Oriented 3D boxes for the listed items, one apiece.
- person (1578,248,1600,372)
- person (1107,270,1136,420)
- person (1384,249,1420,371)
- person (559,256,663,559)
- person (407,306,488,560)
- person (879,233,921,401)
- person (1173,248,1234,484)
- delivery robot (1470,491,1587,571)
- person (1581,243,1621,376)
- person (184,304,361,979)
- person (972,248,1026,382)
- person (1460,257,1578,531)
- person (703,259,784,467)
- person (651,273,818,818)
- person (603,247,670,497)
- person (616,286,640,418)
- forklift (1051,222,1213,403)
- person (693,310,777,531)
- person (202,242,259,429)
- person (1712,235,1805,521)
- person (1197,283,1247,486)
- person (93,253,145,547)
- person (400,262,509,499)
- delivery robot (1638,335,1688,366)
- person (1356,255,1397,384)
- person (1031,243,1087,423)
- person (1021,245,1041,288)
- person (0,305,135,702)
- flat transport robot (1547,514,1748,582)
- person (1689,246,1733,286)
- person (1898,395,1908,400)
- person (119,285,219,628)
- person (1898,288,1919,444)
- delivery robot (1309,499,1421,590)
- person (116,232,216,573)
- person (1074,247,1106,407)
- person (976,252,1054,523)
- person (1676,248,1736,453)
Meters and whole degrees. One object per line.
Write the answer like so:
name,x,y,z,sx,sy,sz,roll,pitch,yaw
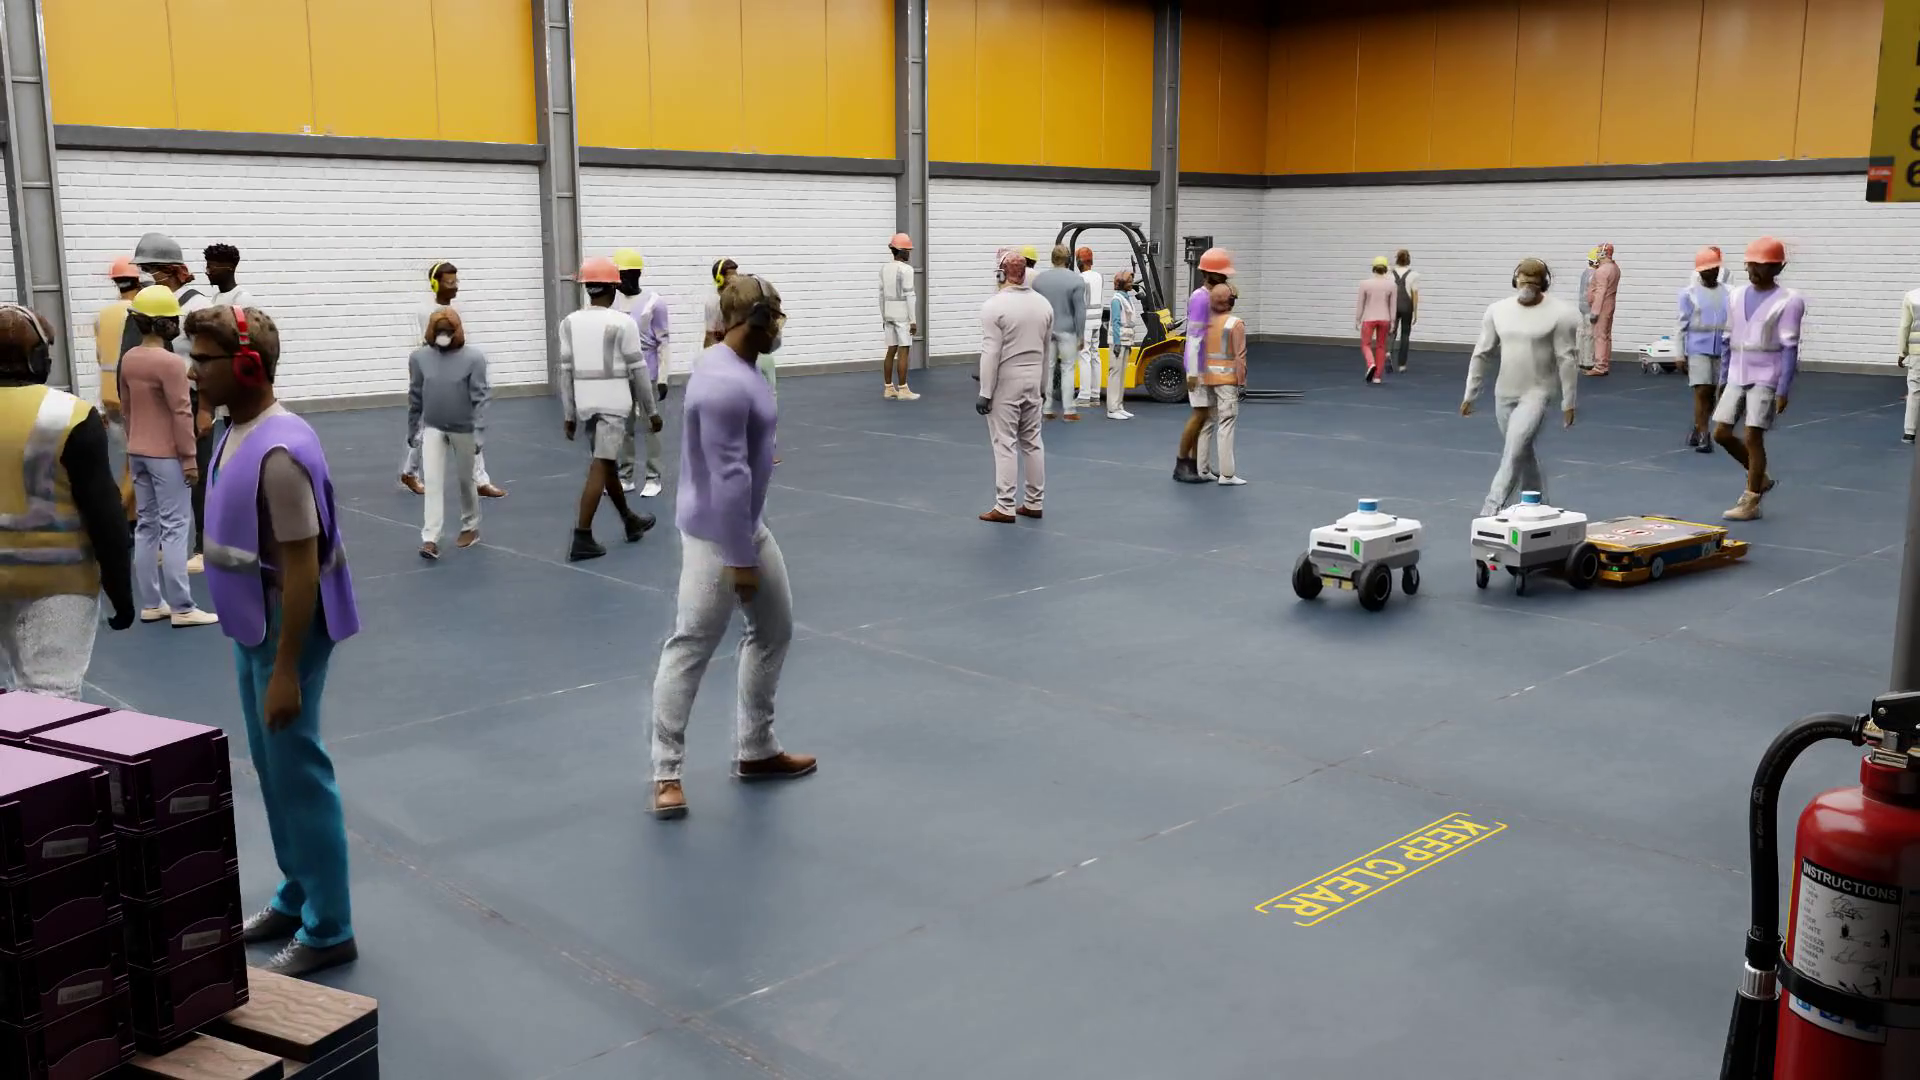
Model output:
person,9.426,-3.419,24.754,0.404,1.831,0.600,1,10,6
person,1.783,-2.157,18.396,0.315,1.640,0.514,4,11,20
person,6.497,-3.380,24.574,0.513,1.827,0.737,5,11,23
person,-2.231,-0.853,10.628,0.567,1.881,0.996,5,11,25
person,-3.244,-0.684,10.504,0.548,1.577,0.858,0,10,-2
person,-0.724,-2.732,20.442,0.392,2.041,0.620,-9,14,-40
person,2.030,-1.420,13.626,0.430,1.922,0.625,5,12,25
delivery robot,3.261,-0.035,9.537,0.707,0.478,0.477,-7,13,-35
person,9.229,-3.309,23.955,0.409,1.909,0.642,8,13,36
person,-1.854,0.279,4.557,0.374,1.842,0.571,-7,12,-32
person,0.582,-2.972,22.285,1.000,1.840,0.770,5,11,25
person,3.762,-0.953,11.217,0.982,1.875,0.717,-9,14,-41
person,-2.036,-1.530,14.510,0.966,1.821,0.503,1,10,8
person,-0.854,0.008,5.951,0.539,1.891,0.762,1,10,7
person,-2.525,-1.291,12.894,0.587,1.928,0.381,5,11,24
person,-3.721,-2.201,18.474,0.536,1.699,0.322,10,14,43
forklift,1.935,-2.847,20.651,2.313,2.155,1.214,2,11,13
person,-1.355,-0.625,10.063,0.507,1.632,0.268,-2,11,-13
person,-5.530,-1.268,12.662,0.608,1.965,0.365,9,14,42
person,5.659,-1.141,11.807,0.491,2.024,0.628,-5,11,-24
person,2.117,-1.259,13.513,0.307,1.637,0.525,-8,13,-37
person,-5.391,-0.889,10.766,0.577,1.907,0.649,6,12,28
person,-4.003,-1.229,12.855,0.978,1.826,0.539,5,11,24
delivery robot,10.333,-2.759,24.386,0.707,0.478,0.477,-2,11,-10
person,5.648,-2.969,22.524,0.536,1.748,0.488,1,10,3
person,1.074,-2.234,18.005,0.635,1.937,0.353,6,12,28
person,0.932,-3.164,23.234,0.520,1.884,0.607,-7,12,-33
person,-3.060,0.143,5.429,0.640,1.810,0.910,1,10,6
flat transport robot,4.153,0.034,10.189,1.431,0.197,0.652,-8,13,-37
person,10.708,-3.258,23.782,0.598,1.865,0.694,3,11,16
person,11.763,-2.487,20.237,0.461,1.627,0.521,9,14,40
person,-4.124,-0.429,8.633,0.526,1.768,0.331,7,12,33
person,9.429,-1.836,16.133,0.591,1.829,0.404,6,12,29
delivery robot,2.260,0.015,9.263,0.477,0.478,0.707,10,15,44
person,-4.766,-0.816,9.991,0.672,2.000,0.536,5,12,26
person,1.492,-2.517,19.696,0.355,1.884,0.573,8,13,36
person,0.359,-1.077,11.782,0.646,1.907,0.401,-9,14,-40
person,7.057,-1.776,15.656,0.616,1.907,0.573,1,10,4
